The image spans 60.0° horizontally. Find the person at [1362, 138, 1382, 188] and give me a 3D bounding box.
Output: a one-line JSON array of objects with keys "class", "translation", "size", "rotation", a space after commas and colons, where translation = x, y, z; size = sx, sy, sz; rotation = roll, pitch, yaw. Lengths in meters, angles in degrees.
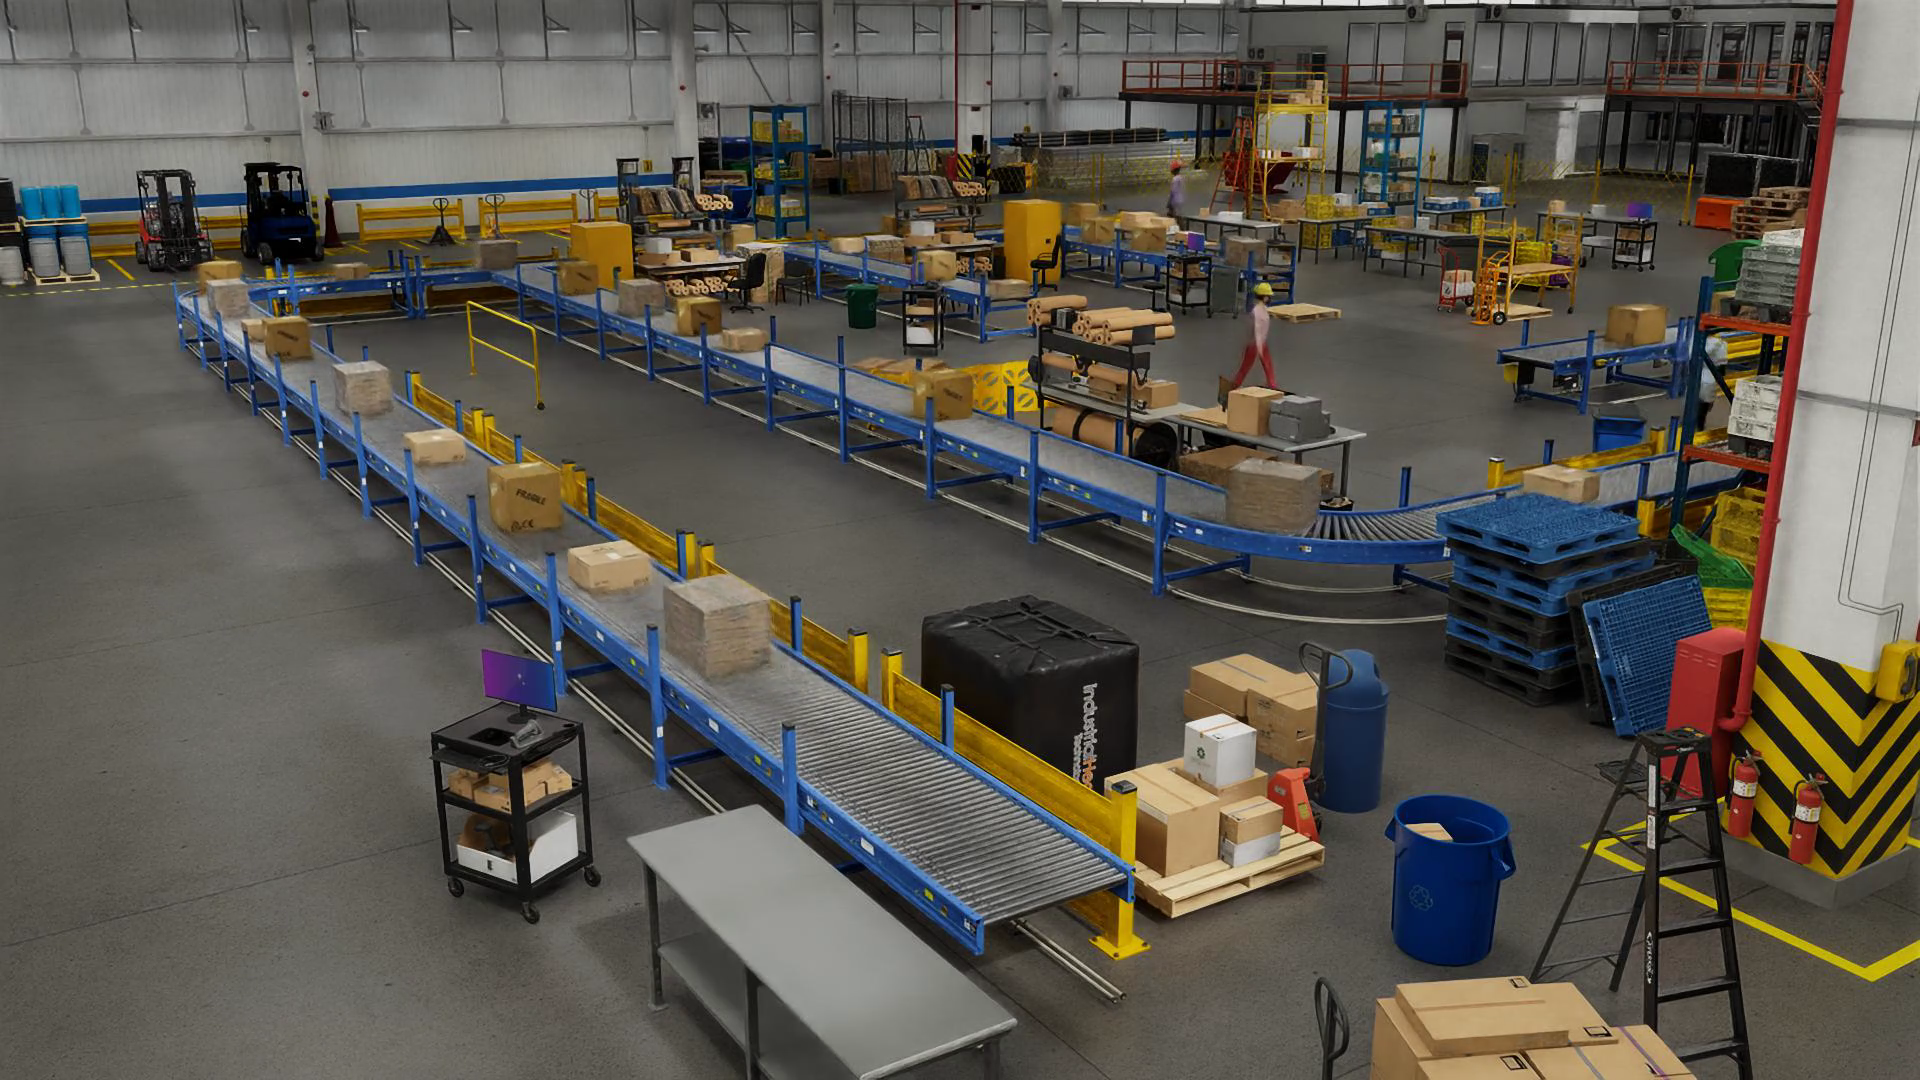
[{"class": "person", "translation": [14.335, -13.075, 57.531], "size": [0.571, 1.828, 1.008], "rotation": [-10, 20, -31]}]

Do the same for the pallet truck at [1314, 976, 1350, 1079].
[{"class": "pallet truck", "translation": [2.299, 2.390, 7.086], "size": [1.601, 1.201, 0.680], "rotation": [-2, 17, -7]}]

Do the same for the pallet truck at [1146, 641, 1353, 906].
[{"class": "pallet truck", "translation": [1.664, 1.407, 10.232], "size": [1.630, 1.274, 0.653], "rotation": [-10, 20, -31]}]

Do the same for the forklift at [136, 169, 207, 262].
[{"class": "forklift", "translation": [-17.842, -7.318, 37.559], "size": [1.157, 1.987, 2.680], "rotation": [-10, 20, -31]}]

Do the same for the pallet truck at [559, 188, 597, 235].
[{"class": "pallet truck", "translation": [-10.010, -8.652, 43.699], "size": [0.653, 1.274, 1.630], "rotation": [-10, 20, -31]}]

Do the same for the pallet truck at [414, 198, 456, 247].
[{"class": "pallet truck", "translation": [-13.250, -8.060, 41.856], "size": [0.680, 1.201, 1.601], "rotation": [-10, 20, -31]}]

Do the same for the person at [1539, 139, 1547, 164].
[{"class": "person", "translation": [23.272, -15.629, 65.981], "size": [0.720, 1.848, 0.527], "rotation": [1, 17, 4]}]

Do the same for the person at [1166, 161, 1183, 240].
[{"class": "person", "translation": [5.373, -8.628, 42.416], "size": [0.891, 2.012, 0.612], "rotation": [3, 17, 11]}]

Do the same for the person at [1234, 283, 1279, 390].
[{"class": "person", "translation": [4.225, -2.731, 23.270], "size": [0.923, 1.714, 0.545], "rotation": [9, 19, 26]}]

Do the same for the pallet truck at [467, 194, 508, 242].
[{"class": "pallet truck", "translation": [-11.983, -8.177, 42.137], "size": [0.704, 1.261, 1.522], "rotation": [-11, 20, -33]}]

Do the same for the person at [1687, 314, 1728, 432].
[{"class": "person", "translation": [9.400, -2.040, 21.066], "size": [0.737, 1.674, 0.539], "rotation": [-9, 19, -27]}]

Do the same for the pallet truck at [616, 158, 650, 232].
[{"class": "pallet truck", "translation": [-8.918, -9.176, 44.255], "size": [0.823, 1.965, 1.885], "rotation": [-9, 19, -27]}]

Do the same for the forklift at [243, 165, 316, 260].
[{"class": "forklift", "translation": [-15.898, -7.669, 38.708], "size": [1.157, 1.987, 2.680], "rotation": [-11, 20, -33]}]

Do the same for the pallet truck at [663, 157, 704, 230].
[{"class": "pallet truck", "translation": [-7.586, -9.308, 44.692], "size": [0.823, 1.965, 1.885], "rotation": [-11, 20, -33]}]
